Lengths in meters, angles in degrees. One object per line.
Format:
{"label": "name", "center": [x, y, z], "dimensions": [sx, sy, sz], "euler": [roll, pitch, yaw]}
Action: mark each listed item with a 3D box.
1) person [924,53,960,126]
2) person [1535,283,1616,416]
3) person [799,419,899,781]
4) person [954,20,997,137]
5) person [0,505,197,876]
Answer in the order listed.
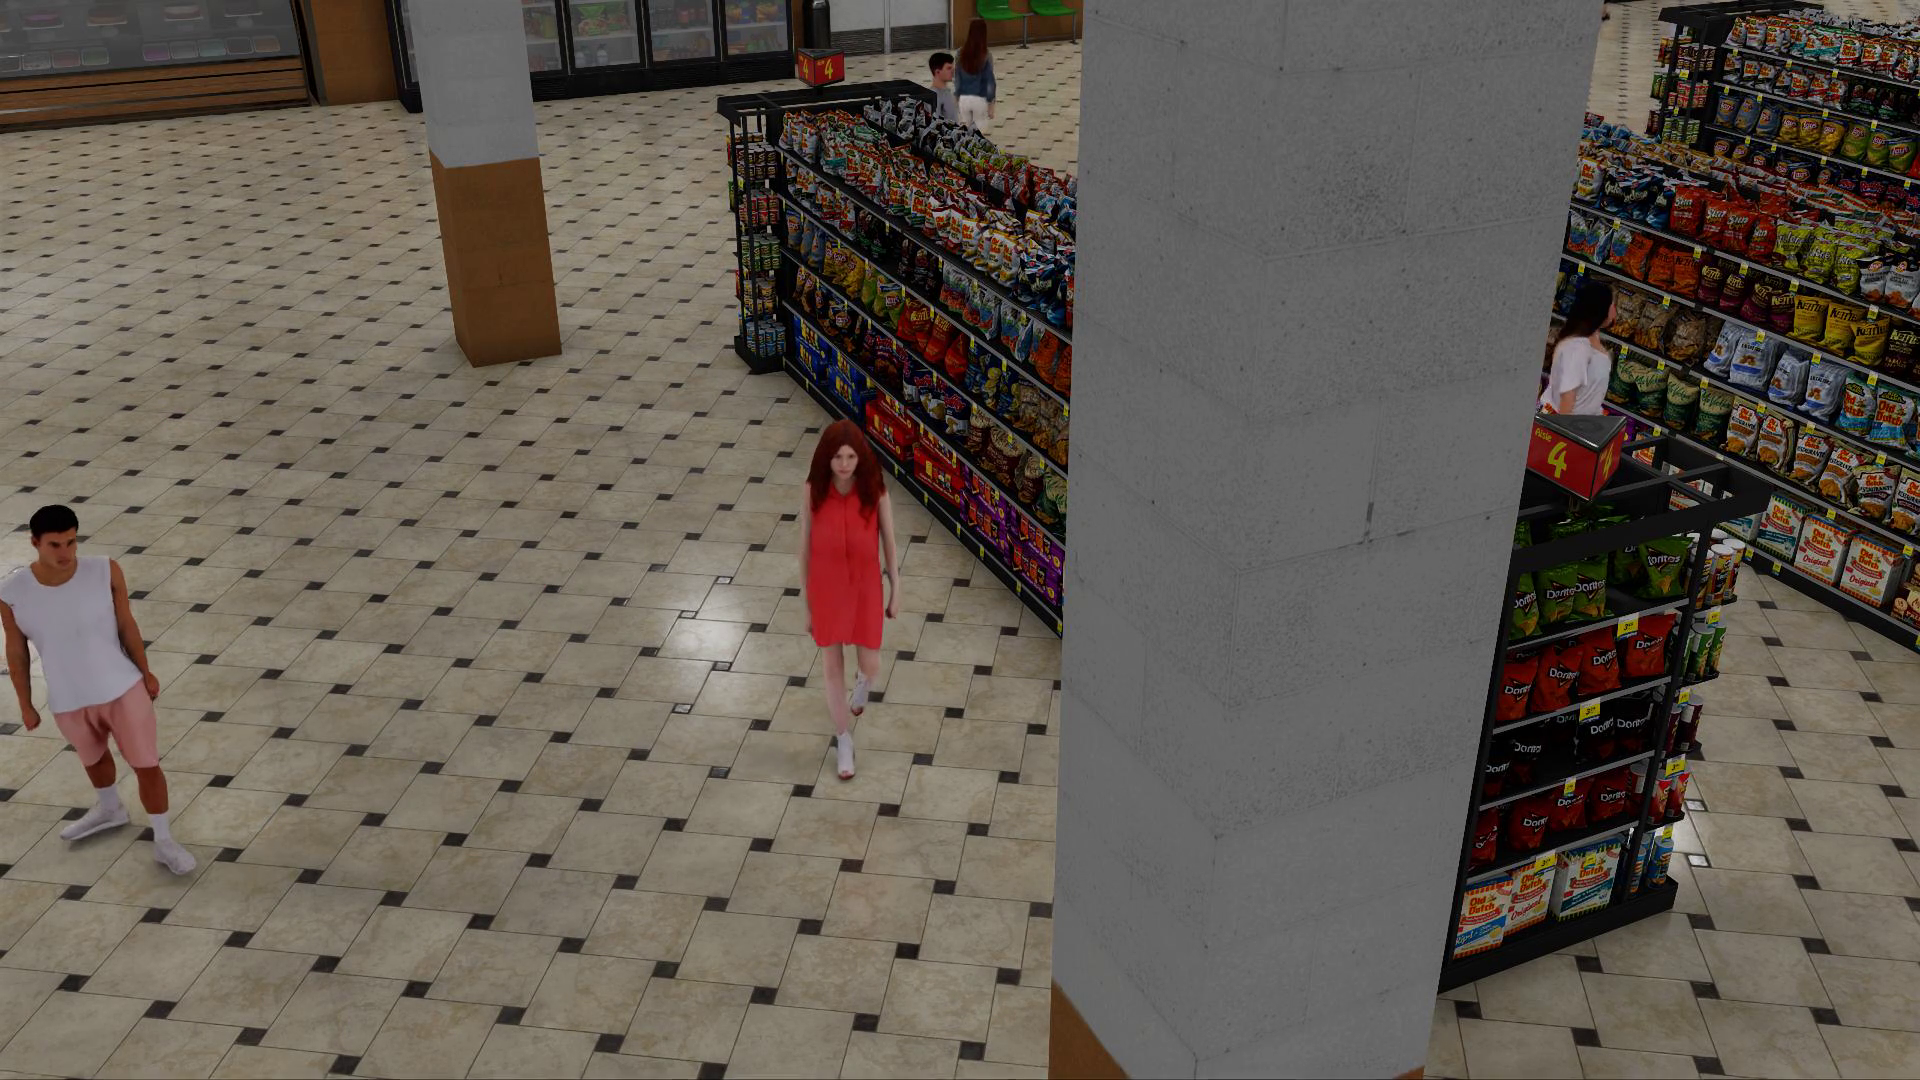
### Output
{"label": "person", "center": [-0.180, -3.455, 15.009], "dimensions": [0.764, 1.847, 0.671], "euler": [5, 27, 10]}
{"label": "person", "center": [3.552, -0.715, 9.809], "dimensions": [0.966, 1.664, 0.912], "euler": [21, 34, 36]}
{"label": "person", "center": [-0.525, 0.237, 7.771], "dimensions": [0.792, 1.809, 0.914], "euler": [1, 27, 2]}
{"label": "person", "center": [0.103, -4.500, 17.242], "dimensions": [0.758, 1.692, 0.832], "euler": [14, 30, 26]}
{"label": "person", "center": [-3.717, 0.606, 7.112], "dimensions": [0.791, 1.747, 0.865], "euler": [-7, 28, -13]}
